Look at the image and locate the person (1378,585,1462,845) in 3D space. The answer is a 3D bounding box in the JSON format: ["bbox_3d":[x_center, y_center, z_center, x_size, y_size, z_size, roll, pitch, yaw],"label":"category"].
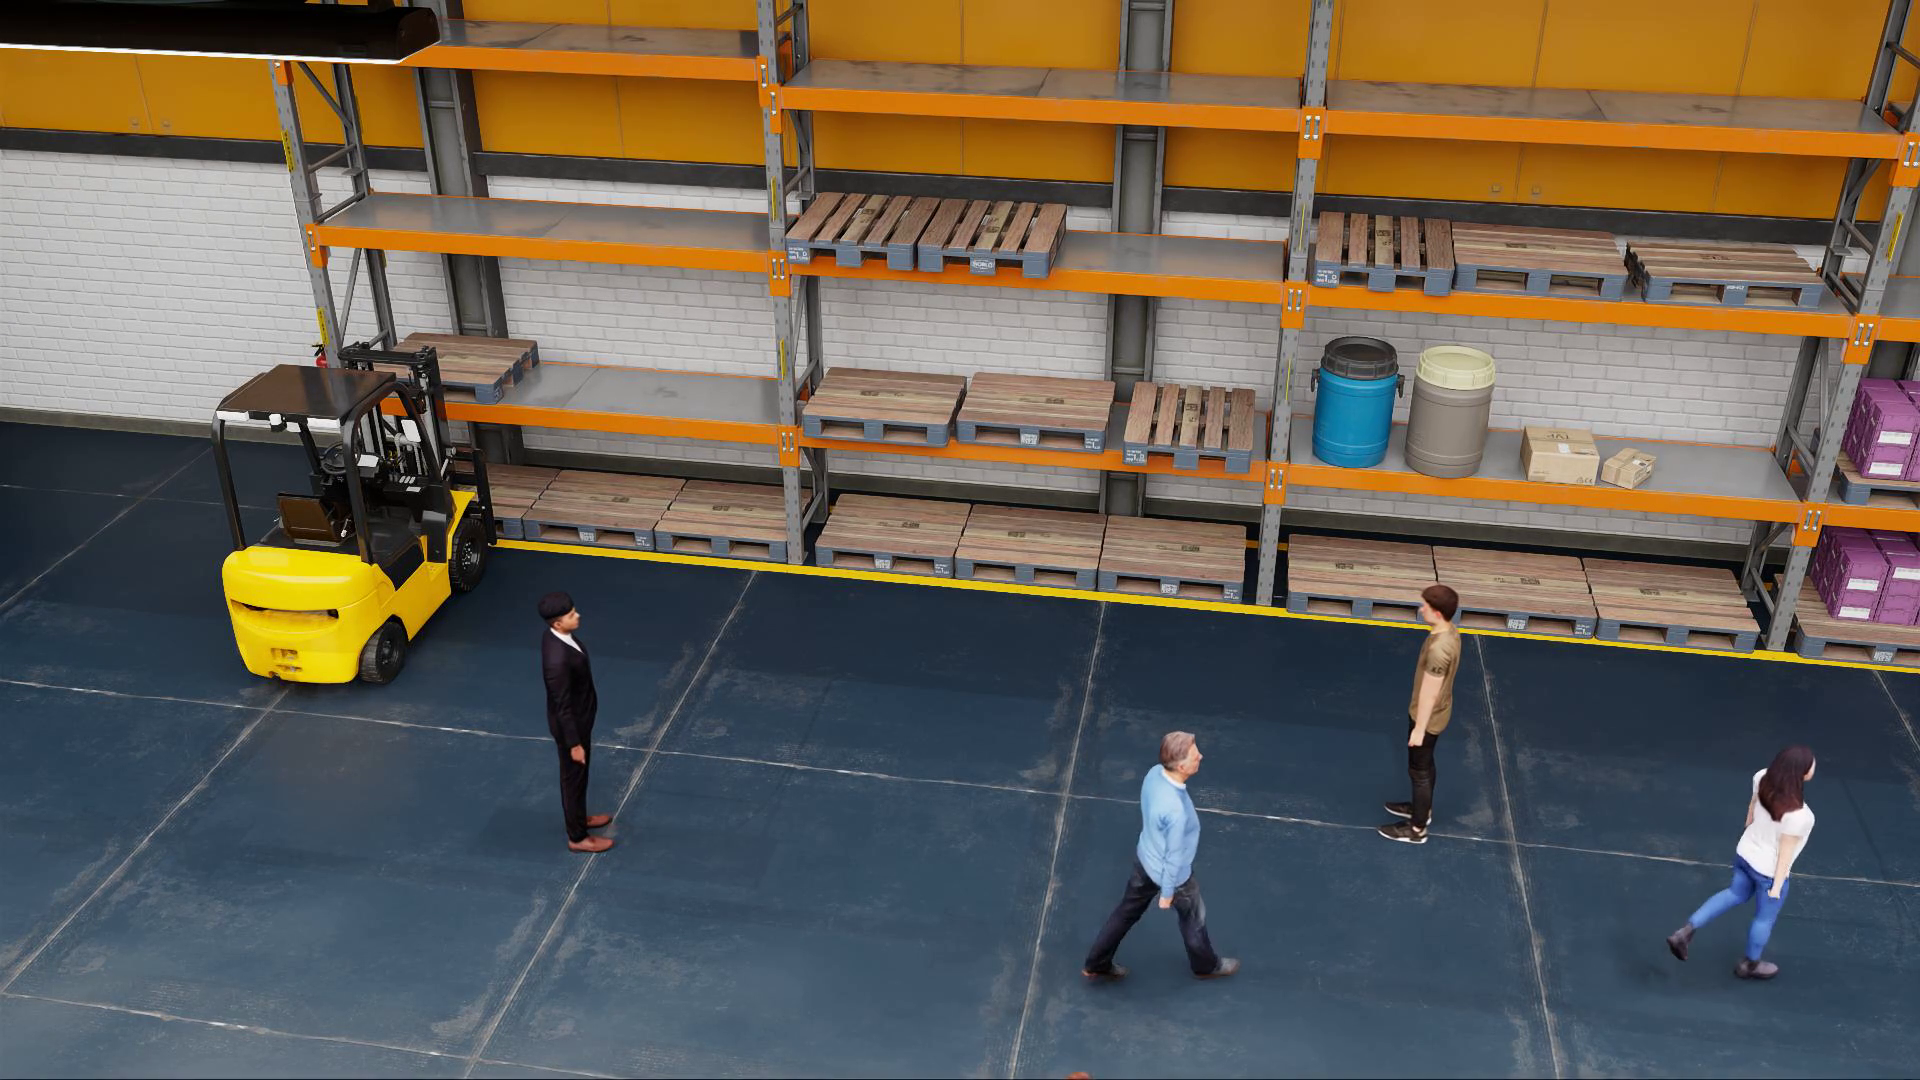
[{"bbox_3d":[3.046,1.121,10.778,0.605,1.849,0.687,8,30,15],"label":"person"}]

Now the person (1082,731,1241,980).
[{"bbox_3d":[1.085,1.856,9.510,1.264,1.774,0.993,-7,29,-13],"label":"person"}]

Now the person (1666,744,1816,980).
[{"bbox_3d":[4.534,1.884,9.569,1.016,1.669,0.797,-4,29,-8],"label":"person"}]

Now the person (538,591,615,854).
[{"bbox_3d":[-2.517,1.155,10.681,0.711,1.883,0.769,-6,29,-11],"label":"person"}]
